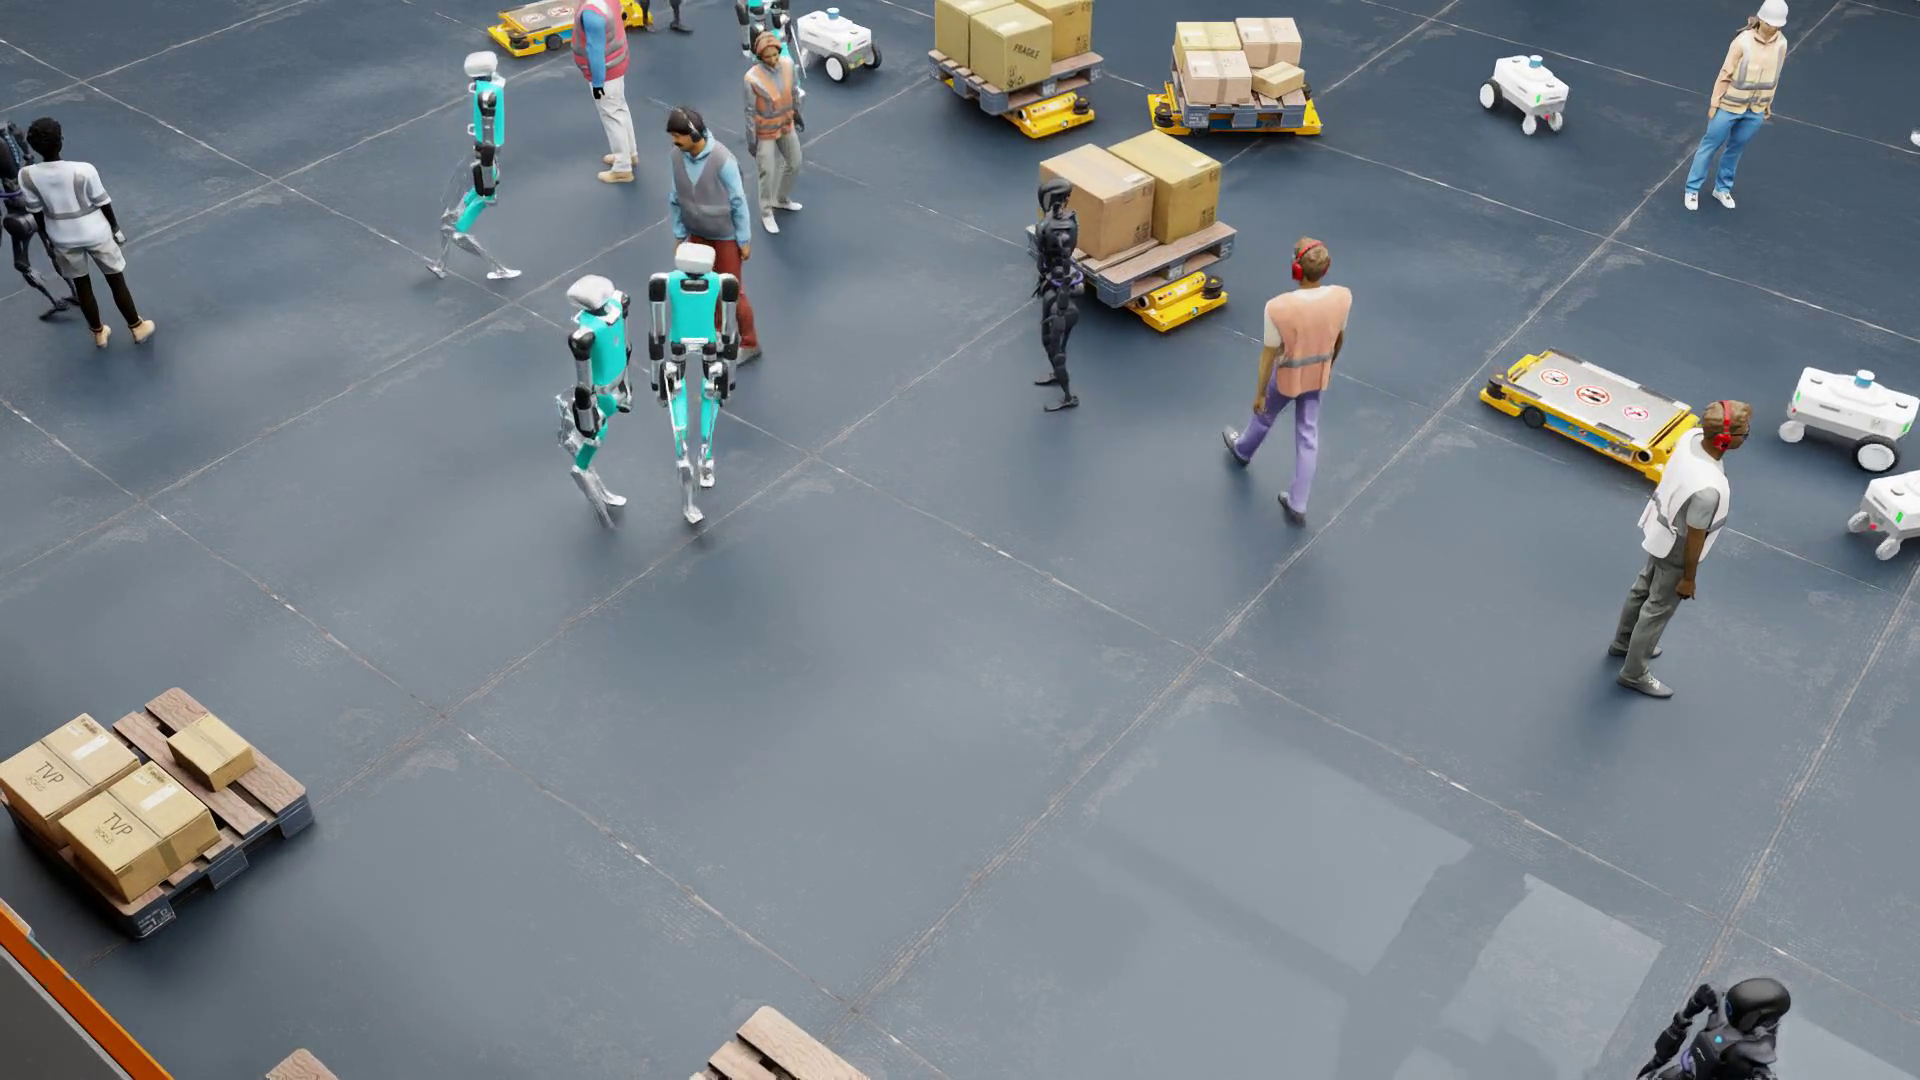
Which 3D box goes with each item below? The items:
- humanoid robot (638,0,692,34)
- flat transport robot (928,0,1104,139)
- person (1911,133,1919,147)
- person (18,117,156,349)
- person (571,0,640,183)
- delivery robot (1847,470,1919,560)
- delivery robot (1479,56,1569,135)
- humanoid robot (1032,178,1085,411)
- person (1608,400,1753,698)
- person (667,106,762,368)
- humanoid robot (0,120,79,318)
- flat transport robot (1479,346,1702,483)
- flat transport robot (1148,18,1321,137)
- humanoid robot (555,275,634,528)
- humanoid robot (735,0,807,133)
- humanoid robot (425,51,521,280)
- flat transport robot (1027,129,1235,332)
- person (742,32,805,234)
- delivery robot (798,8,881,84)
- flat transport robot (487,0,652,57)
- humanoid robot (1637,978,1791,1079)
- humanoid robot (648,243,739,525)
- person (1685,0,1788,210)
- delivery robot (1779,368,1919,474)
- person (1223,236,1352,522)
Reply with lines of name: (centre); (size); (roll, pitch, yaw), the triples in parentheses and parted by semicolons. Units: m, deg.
humanoid robot: (-2.876, -5.519, 15.492); (0.492, 1.638, 0.589); (26, 47, 28)
flat transport robot: (0.499, -3.987, 14.769); (0.659, 0.231, 1.431); (-24, 46, -26)
person: (8.380, -3.792, 13.448); (0.475, 1.670, 0.897); (-22, 45, -23)
person: (-6.035, -2.096, 11.439); (0.539, 1.695, 0.317); (-6, 41, -7)
person: (-2.860, -3.770, 13.312); (0.431, 1.835, 0.628); (0, 40, 0)
delivery robot: (5.869, -0.212, 10.103); (0.793, 0.590, 0.499); (-9, 41, -11)
delivery robot: (4.937, -3.921, 14.468); (0.499, 0.592, 0.774); (-12, 42, -14)
humanoid robot: (0.640, -1.617, 10.902); (0.322, 1.647, 0.600); (-9, 41, -10)
person: (3.796, 0.031, 8.821); (0.390, 1.849, 0.564); (6, 41, 7)
person: (-1.666, -2.081, 11.306); (0.572, 1.863, 0.494); (19, 44, 21)
humanoid robot: (-6.635, -2.377, 11.790); (0.366, 1.640, 0.589); (7, 41, 8)
flat transport robot: (4.268, -0.847, 11.074); (1.431, 0.231, 0.659); (32, 50, 32)
flat transport robot: (2.384, -3.760, 14.502); (1.431, 0.231, 0.659); (0, 40, 0)
humanoid robot: (-2.268, -0.800, 9.920); (0.731, 1.838, 0.549); (14, 42, 16)
humanoid robot: (-1.485, -4.095, 13.817); (0.693, 1.865, 0.548); (31, 49, 31)
humanoid robot: (-3.656, -2.620, 12.075); (0.939, 1.815, 0.560); (-7, 41, -8)
flat transport robot: (1.269, -2.042, 12.480); (0.659, 0.231, 1.431); (-27, 47, -28)
person: (-1.429, -3.130, 12.710); (0.385, 1.624, 0.560); (29, 48, 30)
delivery robot: (-1.139, -4.554, 15.209); (0.754, 0.586, 0.524); (30, 49, 30)
flat transport robot: (-3.745, -4.988, 15.946); (1.431, 0.231, 0.659); (-25, 46, -27)
humanoid robot: (2.824, 2.202, 6.422); (0.758, 1.627, 0.592); (-9, 41, -10)
humanoid robot: (-1.552, -0.841, 9.952); (0.594, 1.771, 0.918); (-6, 41, -7)
person: (6.074, -3.394, 12.944); (0.497, 1.727, 0.375); (-3, 40, -3)
delivery robot: (5.813, -0.825, 10.832); (0.805, 0.601, 0.499); (22, 45, 24)
person: (1.995, -1.046, 10.116); (0.596, 1.801, 0.941); (-11, 42, -12)
